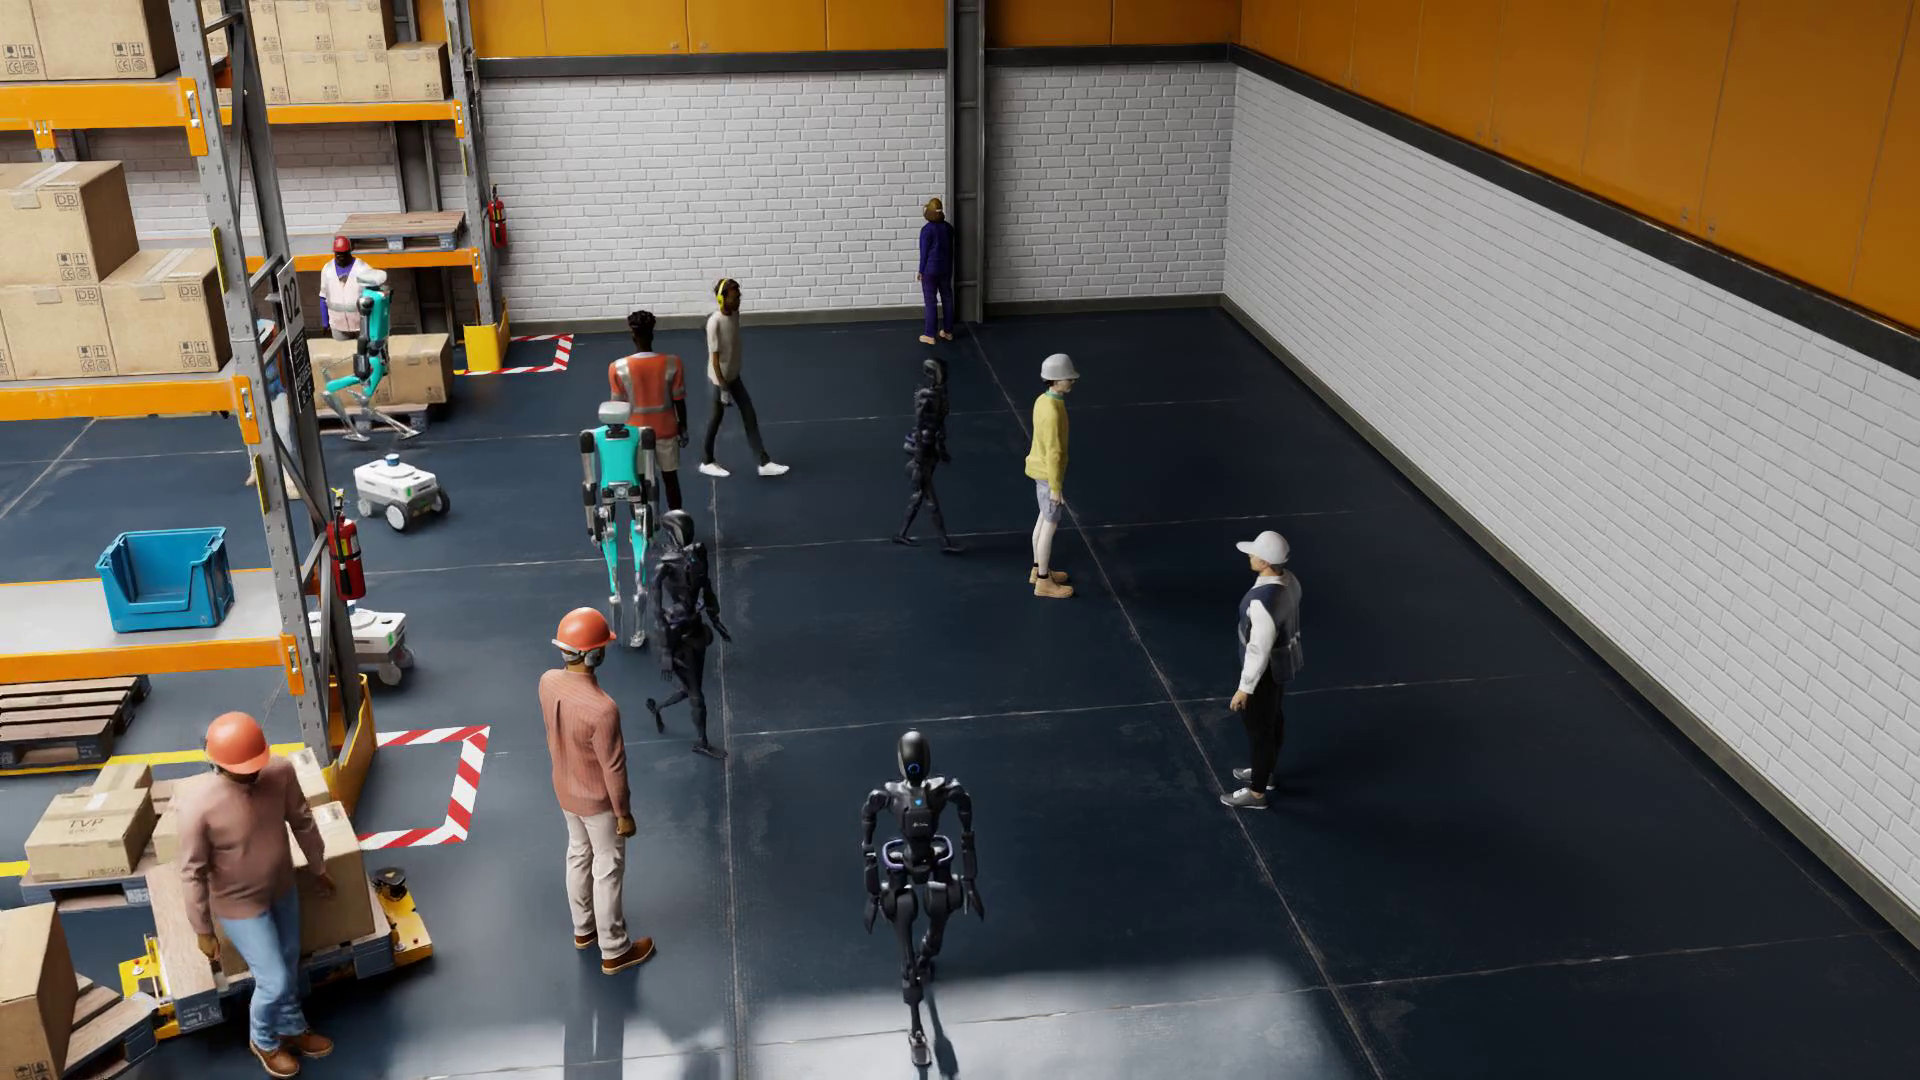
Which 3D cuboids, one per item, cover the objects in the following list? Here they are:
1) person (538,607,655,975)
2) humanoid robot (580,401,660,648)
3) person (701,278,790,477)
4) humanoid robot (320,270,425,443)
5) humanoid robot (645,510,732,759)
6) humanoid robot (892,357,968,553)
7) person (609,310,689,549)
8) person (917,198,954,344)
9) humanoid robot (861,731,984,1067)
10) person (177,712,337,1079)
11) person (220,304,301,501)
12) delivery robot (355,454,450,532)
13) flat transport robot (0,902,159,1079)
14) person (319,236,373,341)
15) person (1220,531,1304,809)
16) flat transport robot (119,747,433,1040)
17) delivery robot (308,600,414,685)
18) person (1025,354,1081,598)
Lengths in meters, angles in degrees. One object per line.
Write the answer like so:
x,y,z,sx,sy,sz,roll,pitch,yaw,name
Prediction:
-1.841,1.261,8.396,0.401,1.986,0.610,-22,32,-40,person
-2.344,0.027,11.672,0.541,1.885,0.836,-5,24,-11,humanoid robot
-1.963,-1.395,14.633,0.913,1.826,0.552,10,25,21,person
-5.516,-1.631,15.275,0.990,1.723,0.531,3,24,7,humanoid robot
-1.769,0.565,10.406,0.701,1.642,0.600,12,26,26,humanoid robot
-0.228,-0.682,13.229,0.693,1.633,0.590,8,25,17,humanoid robot
-2.469,-0.880,13.302,0.598,1.957,0.365,-7,25,-16,person
-0.281,-3.010,18.563,0.464,1.623,0.346,-17,29,-34,person
-0.188,1.636,7.999,0.585,1.644,0.782,-4,24,-9,humanoid robot
-3.178,1.625,7.580,0.475,1.963,0.658,10,26,21,person
-6.093,-1.254,14.388,0.645,1.782,0.817,-12,26,-25,person
-4.724,-0.412,14.004,0.817,0.614,0.499,14,27,29,delivery robot
-4.495,2.562,7.560,1.431,0.231,0.659,13,27,27,flat transport robot
-5.989,-2.131,16.406,0.608,1.752,0.420,-2,24,-5,person
1.794,0.761,9.807,0.428,1.758,0.745,10,26,22,person
-3.523,2.120,8.566,1.431,0.231,0.659,-13,27,-27,flat transport robot
-4.205,0.709,11.449,0.812,0.614,0.499,0,24,1,delivery robot
0.687,-0.489,12.496,0.395,1.888,0.485,-2,24,-4,person
